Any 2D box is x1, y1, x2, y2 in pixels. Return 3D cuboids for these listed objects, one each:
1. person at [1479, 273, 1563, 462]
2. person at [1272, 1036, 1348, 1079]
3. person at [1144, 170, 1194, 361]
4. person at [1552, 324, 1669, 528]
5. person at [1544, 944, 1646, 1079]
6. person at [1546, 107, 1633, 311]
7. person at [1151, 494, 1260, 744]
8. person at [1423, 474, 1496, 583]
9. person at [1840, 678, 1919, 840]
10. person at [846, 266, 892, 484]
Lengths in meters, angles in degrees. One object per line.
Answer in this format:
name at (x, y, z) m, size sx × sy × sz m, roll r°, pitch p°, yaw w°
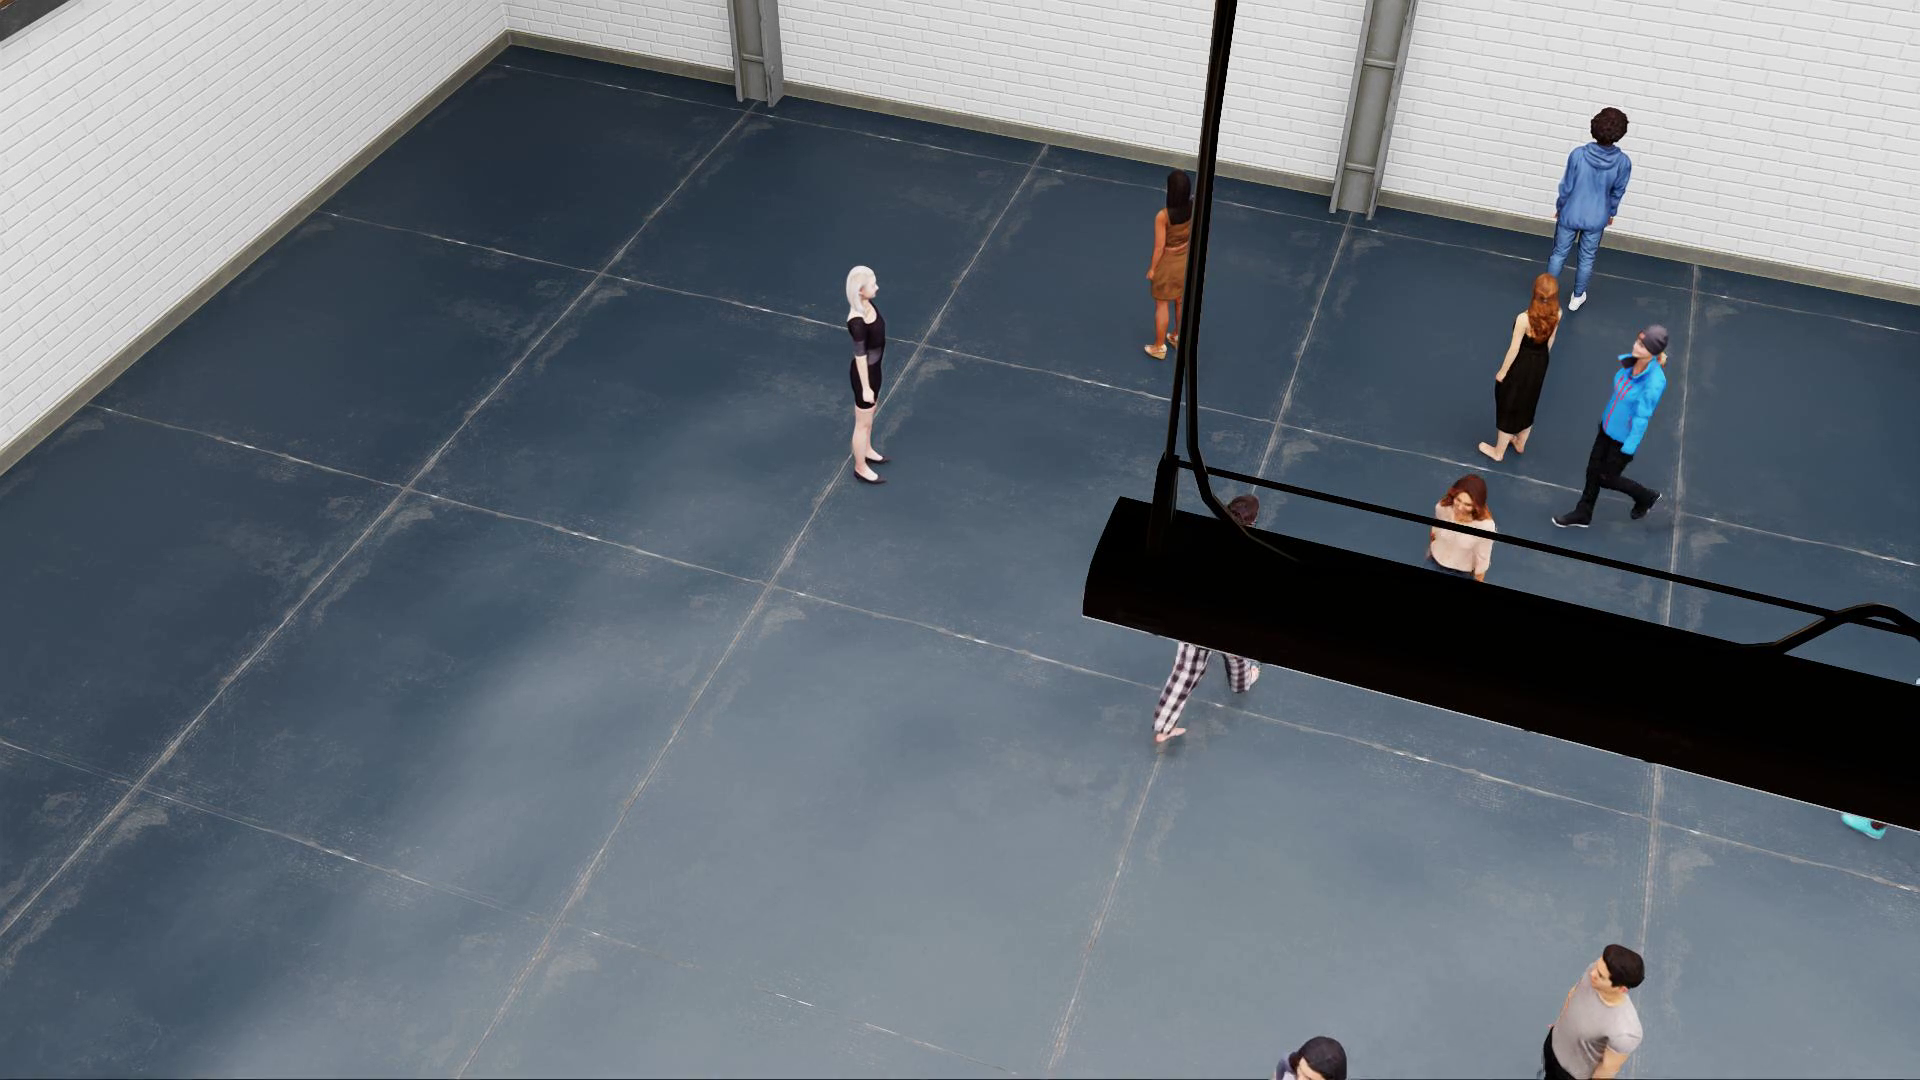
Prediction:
person at (4.171, -1.267, 12.253) m, size 0.667 × 1.626 × 0.729 m, roll -17°, pitch 46°, yaw -17°
person at (1.679, 2.814, 7.925) m, size 1.115 × 1.689 × 1.155 m, roll -24°, pitch 49°, yaw -24°
person at (1.679, -2.175, 13.160) m, size 0.644 × 1.690 × 0.670 m, roll -27°, pitch 50°, yaw -25°
person at (4.685, -0.740, 11.590) m, size 1.038 × 1.779 × 0.841 m, roll -2°, pitch 44°, yaw -2°
person at (3.070, 2.527, 8.202) m, size 0.653 × 1.722 × 0.677 m, roll -2°, pitch 44°, yaw -2°
person at (5.126, -2.702, 13.626) m, size 0.499 × 1.811 × 0.723 m, roll 13°, pitch 45°, yaw 14°
person at (1.518, 0.547, 10.233) m, size 1.046 × 1.787 × 1.230 m, roll -33°, pitch 53°, yaw -30°
person at (3.211, 0.162, 10.674) m, size 1.185 × 1.736 × 0.995 m, roll 33°, pitch 53°, yaw 30°
person at (5.616, 1.189, 9.612) m, size 0.704 × 1.713 × 0.750 m, roll -29°, pitch 51°, yaw -27°
person at (-0.689, -1.192, 12.026) m, size 0.575 × 1.832 × 0.621 m, roll 2°, pitch 44°, yaw 3°
